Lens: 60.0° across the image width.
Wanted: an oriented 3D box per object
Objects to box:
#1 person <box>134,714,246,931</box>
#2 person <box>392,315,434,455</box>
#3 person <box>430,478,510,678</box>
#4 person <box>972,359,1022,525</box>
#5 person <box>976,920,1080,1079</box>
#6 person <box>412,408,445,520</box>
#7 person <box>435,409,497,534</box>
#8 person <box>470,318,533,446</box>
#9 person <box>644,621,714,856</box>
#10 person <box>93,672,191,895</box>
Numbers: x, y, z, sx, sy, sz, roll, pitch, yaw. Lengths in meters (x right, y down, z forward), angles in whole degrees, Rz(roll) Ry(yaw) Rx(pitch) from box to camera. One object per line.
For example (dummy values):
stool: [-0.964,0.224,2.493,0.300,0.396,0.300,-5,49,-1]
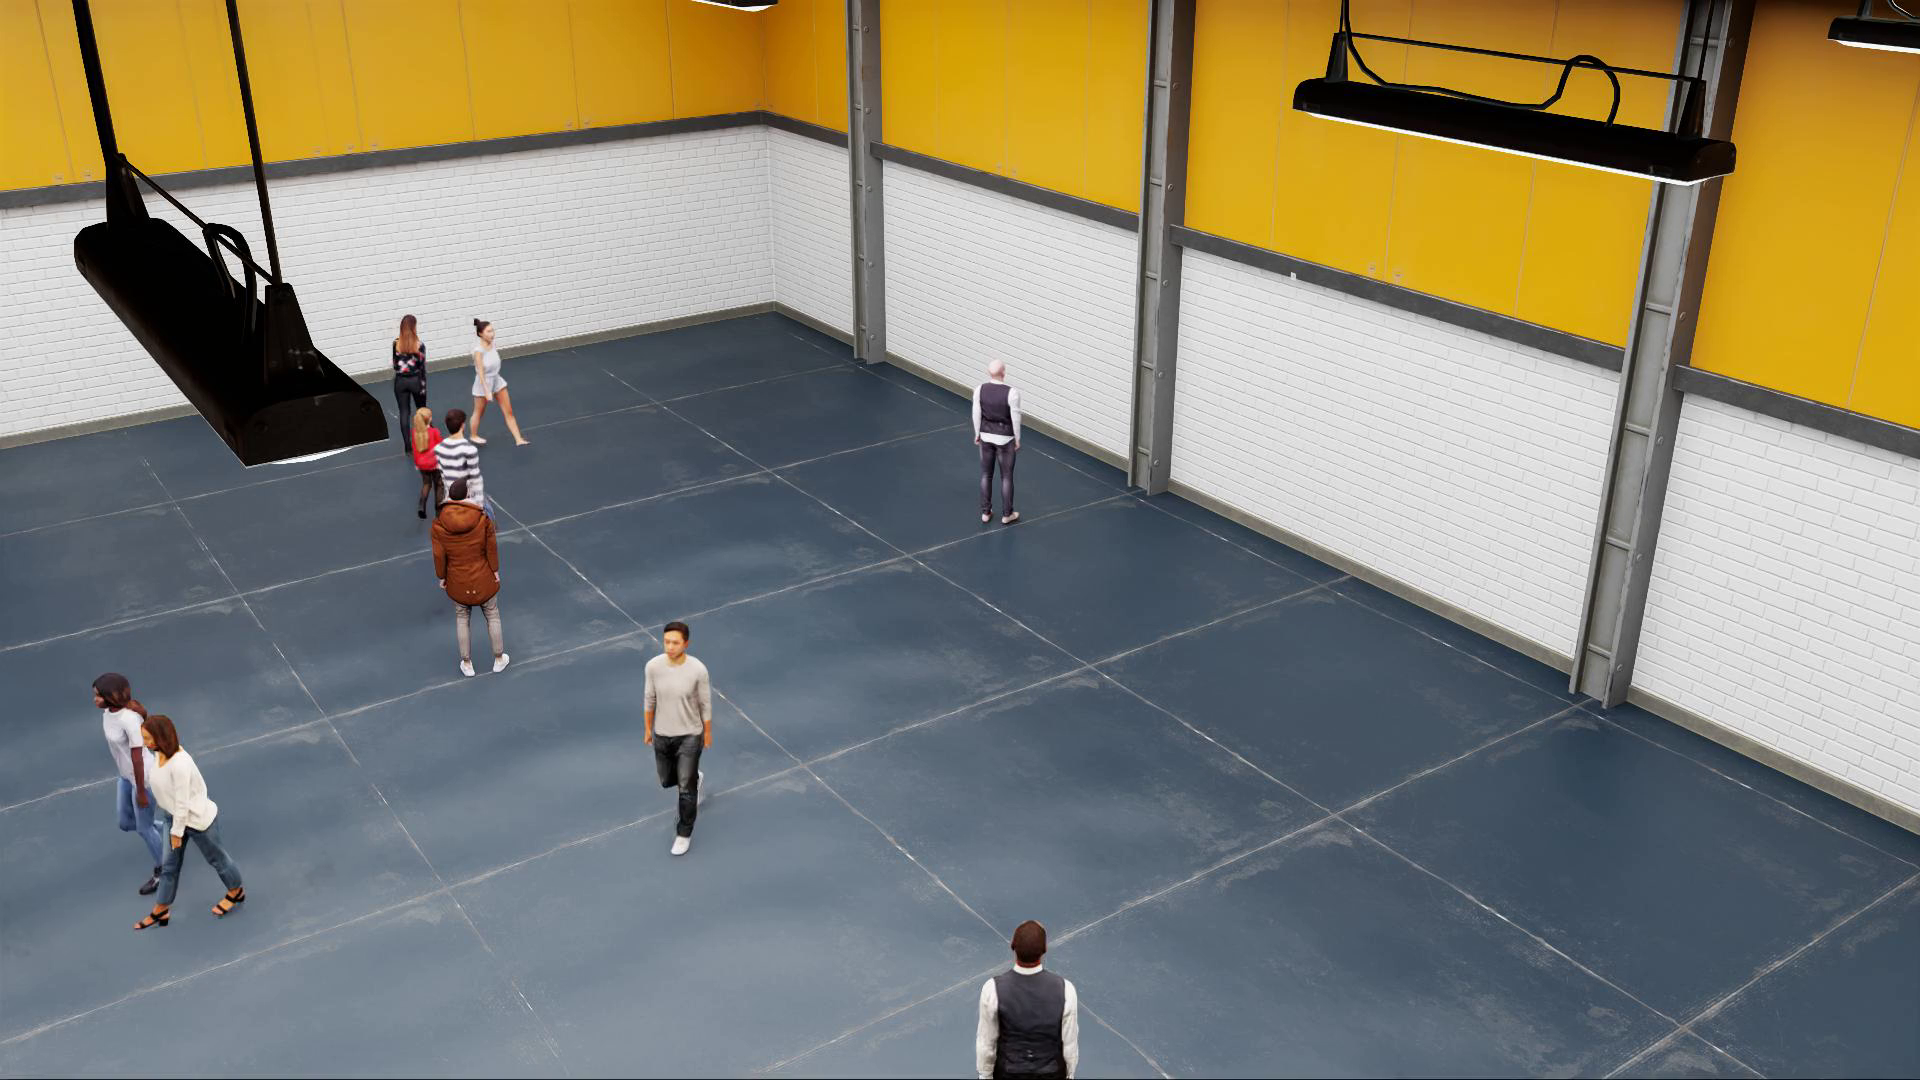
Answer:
person: [-5.188,1.871,11.383,0.953,1.655,0.821,21,31,40]
person: [-6.580,-1.813,19.845,0.950,1.628,1.182,-3,24,-6]
person: [-4.321,0.331,14.679,0.814,1.837,0.827,-5,24,-12]
person: [0.397,-1.058,17.874,0.748,1.822,0.847,8,25,18]
person: [0.355,2.877,8.769,0.961,1.905,1.033,2,24,5]
person: [-5.747,-0.798,17.967,0.696,1.271,0.755,4,24,9]
person: [-4.886,-0.341,16.225,0.780,1.829,0.860,9,25,19]
person: [-5.736,-1.849,20.007,1.145,1.564,0.930,10,26,22]
person: [-2.060,1.386,12.314,1.011,1.798,1.069,4,24,9]
person: [-5.733,1.670,11.776,0.773,1.707,0.793,16,28,33]
